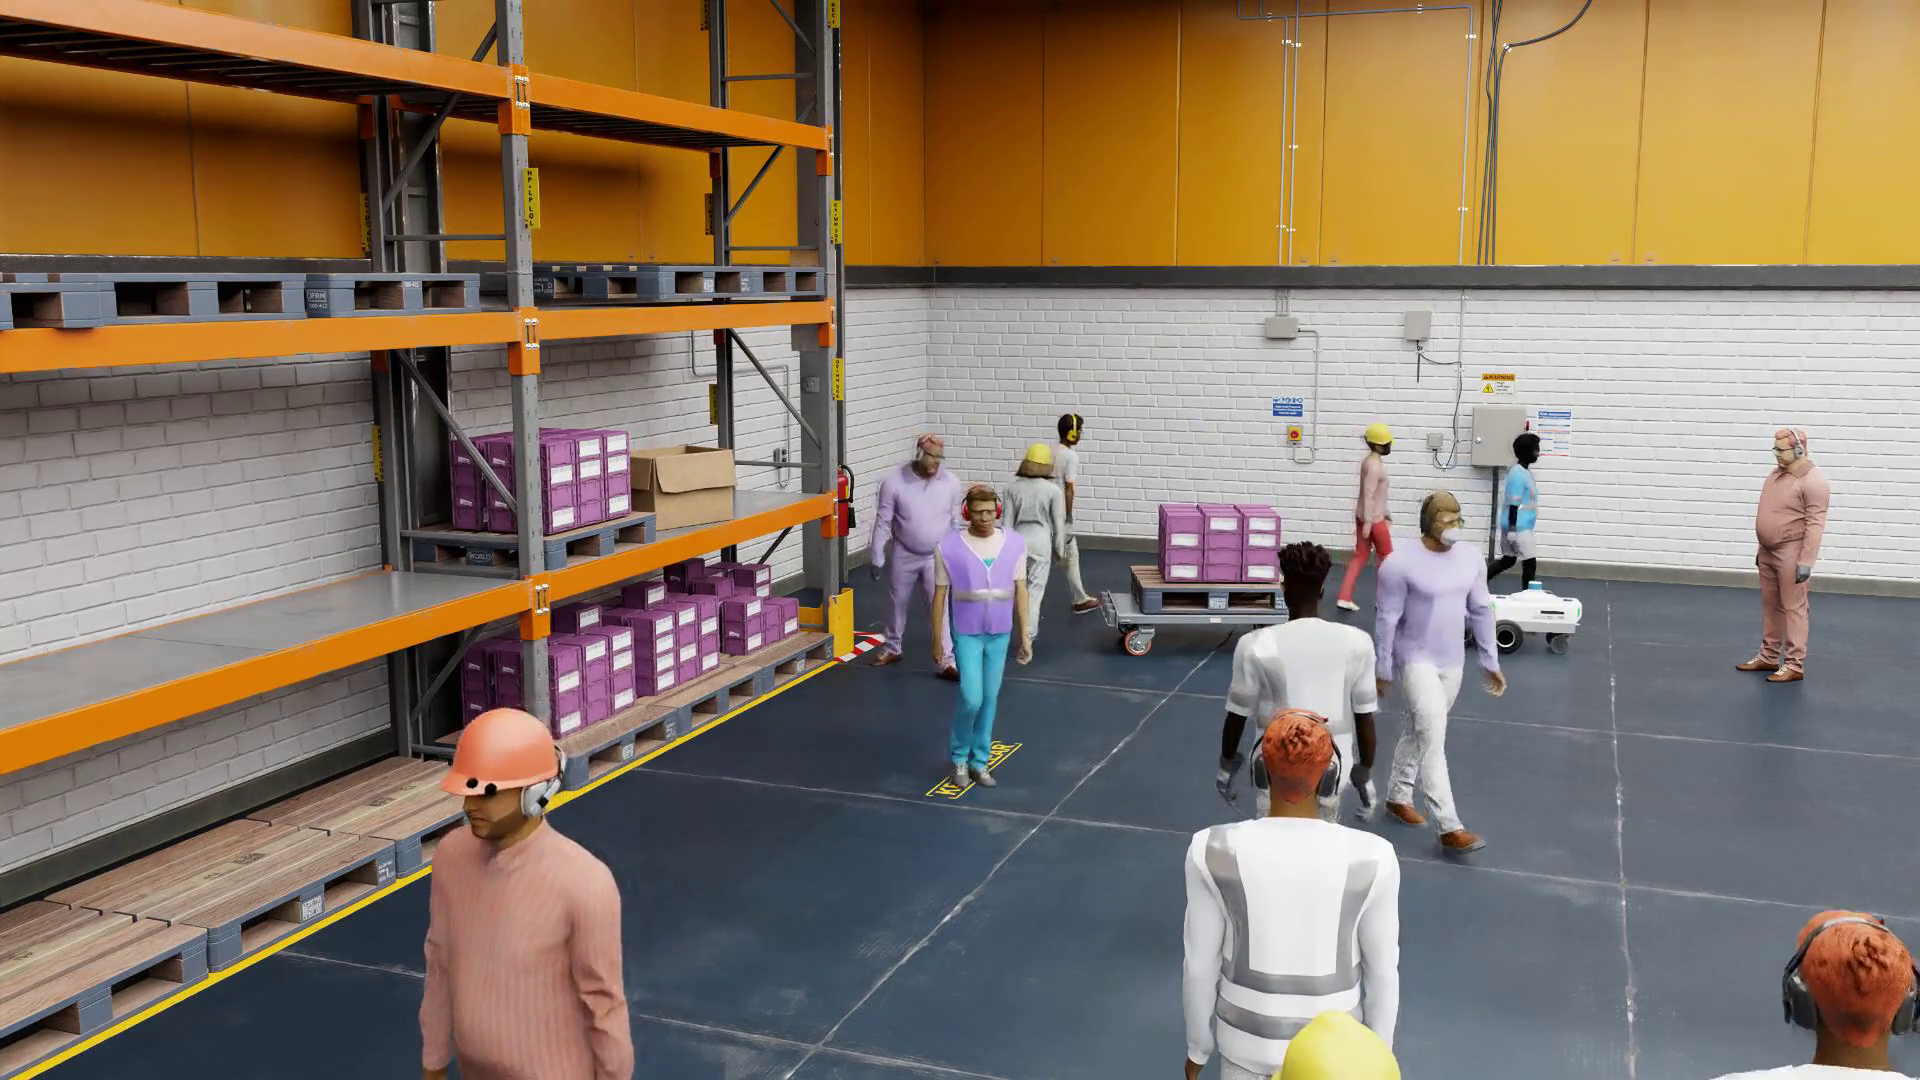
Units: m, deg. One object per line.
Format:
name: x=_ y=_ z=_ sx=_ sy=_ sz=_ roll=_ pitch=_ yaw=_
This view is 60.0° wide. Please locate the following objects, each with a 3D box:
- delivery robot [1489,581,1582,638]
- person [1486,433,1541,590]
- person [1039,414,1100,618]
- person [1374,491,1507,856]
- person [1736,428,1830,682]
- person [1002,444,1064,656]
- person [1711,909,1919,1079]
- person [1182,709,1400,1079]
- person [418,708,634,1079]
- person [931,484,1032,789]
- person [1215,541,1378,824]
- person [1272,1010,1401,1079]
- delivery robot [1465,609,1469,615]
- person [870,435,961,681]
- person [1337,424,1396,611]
delivery robot: x=4.639 y=0.578 z=13.441 sx=0.707 sy=0.478 sz=0.477 roll=2 pitch=9 yaw=12
person: x=4.862 y=-0.128 z=14.691 sx=0.795 sy=1.667 sz=0.539 roll=4 pitch=10 yaw=22
person: x=0.900 y=-0.208 z=14.712 sx=0.939 sy=1.811 sz=0.682 roll=-6 pitch=11 yaw=-35
person: x=2.575 y=0.690 z=8.819 sx=0.647 sy=1.890 sz=0.980 roll=-4 pitch=10 yaw=-24
person: x=6.169 y=0.110 z=12.468 sx=0.407 sy=1.902 sz=0.638 roll=-1 pitch=9 yaw=-6
person: x=0.579 y=0.075 z=13.369 sx=0.492 sy=1.695 sz=0.933 roll=2 pitch=9 yaw=14
person: x=1.695 y=1.622 z=3.211 sx=0.580 sy=1.838 sz=0.998 roll=4 pitch=10 yaw=22
person: x=0.893 y=1.382 z=4.534 sx=0.574 sy=1.883 sz=0.356 roll=1 pitch=9 yaw=8
person: x=-1.111 y=1.370 z=4.405 sx=0.619 sy=1.966 sz=0.972 roll=6 pitch=11 yaw=35
person: x=0.131 y=0.574 z=9.811 sx=0.557 sy=1.822 sz=0.483 roll=-3 pitch=10 yaw=-21
person: x=1.419 y=0.948 z=7.142 sx=0.633 sy=1.911 sz=0.984 roll=-1 pitch=9 yaw=-8
person: x=0.653 y=1.691 z=2.955 sx=0.524 sy=1.769 sz=0.314 roll=-4 pitch=10 yaw=-24
delivery robot: x=3.989 y=0.523 z=13.786 sx=0.707 sy=0.478 sz=0.477 roll=5 pitch=10 yaw=27
person: x=-0.332 y=0.122 z=12.603 sx=0.709 sy=1.842 sz=0.920 roll=-2 pitch=9 yaw=-11
person: x=3.693 y=-0.188 z=14.907 sx=0.639 sy=1.726 sz=0.516 roll=0 pitch=9 yaw=-2
